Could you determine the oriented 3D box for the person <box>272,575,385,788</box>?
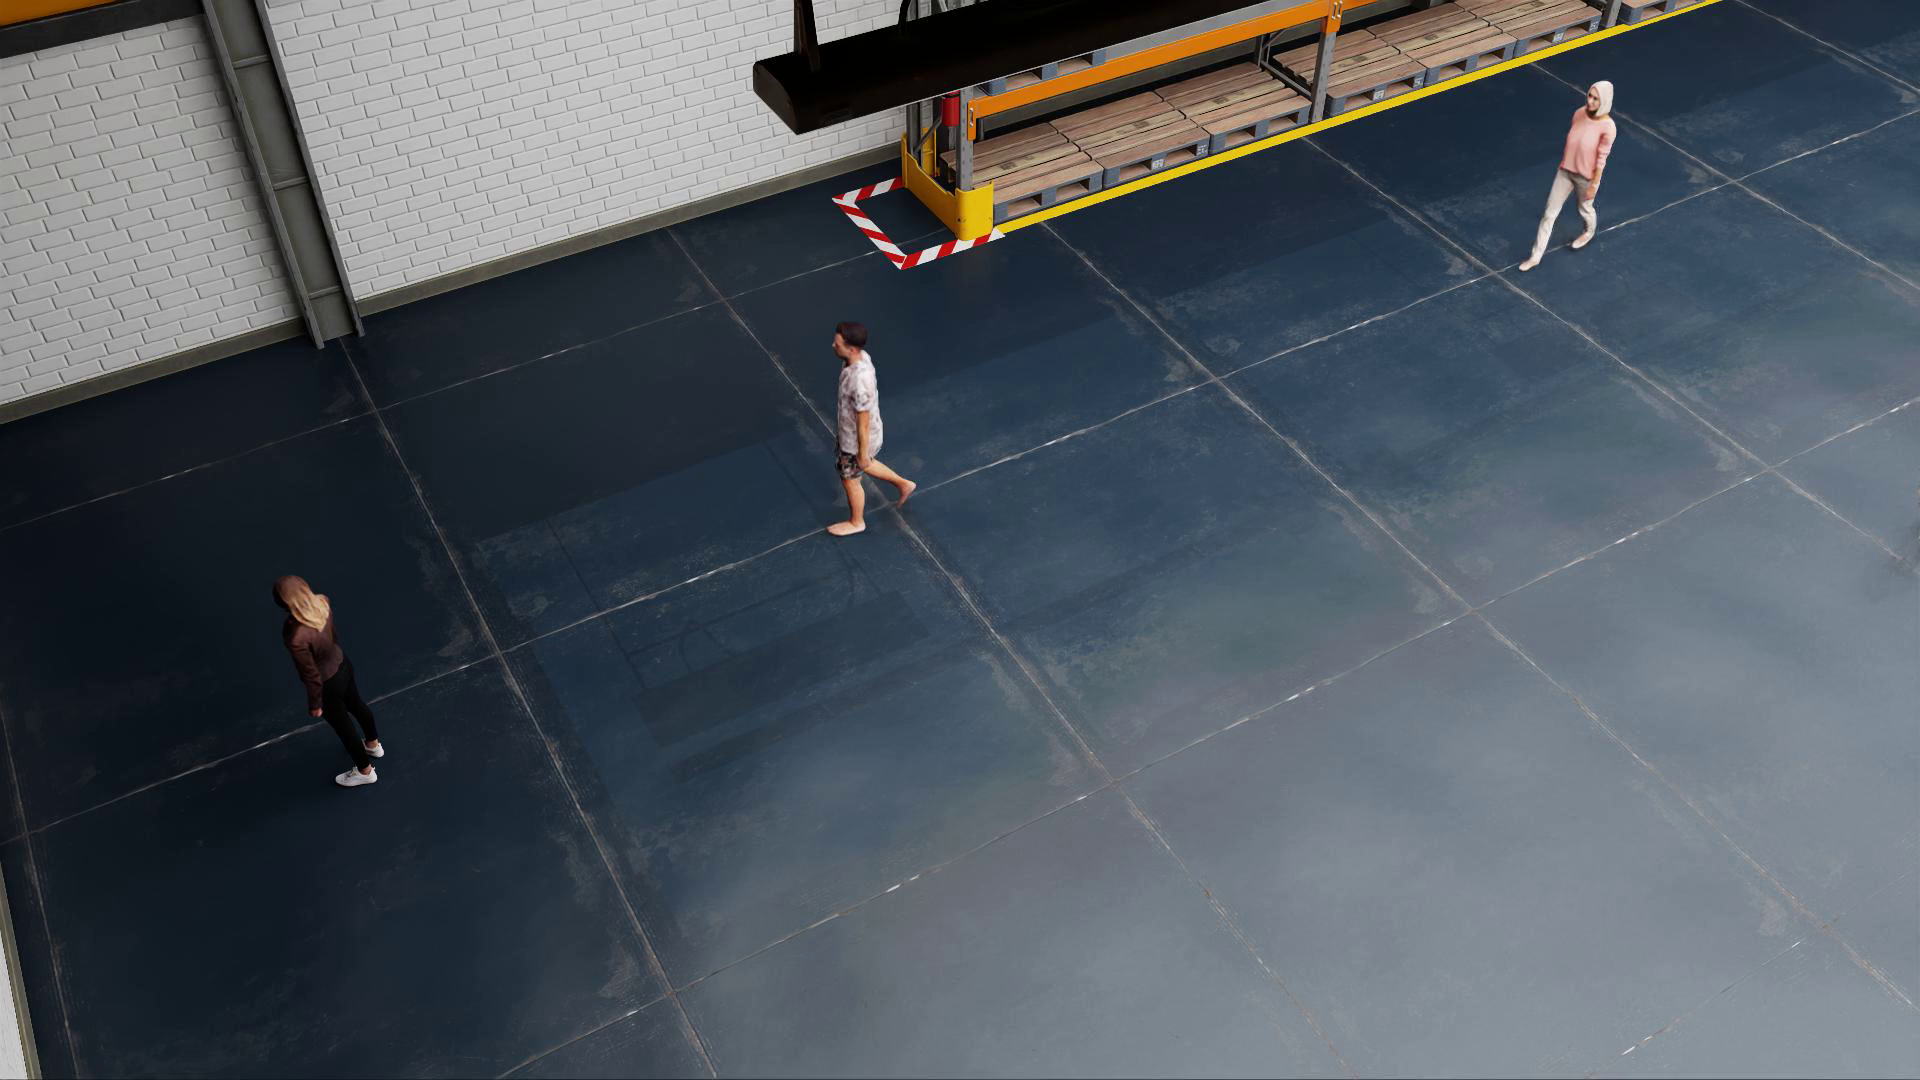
[{"bbox_3d":[-3.773,0.830,9.968,0.687,1.704,0.679,2,44,2],"label":"person"}]

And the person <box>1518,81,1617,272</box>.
[{"bbox_3d":[5.318,-3.112,14.121,1.169,1.682,0.688,-26,50,-25],"label":"person"}]

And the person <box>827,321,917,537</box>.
[{"bbox_3d":[-0.621,-0.762,11.570,1.018,1.799,0.879,-5,44,-5],"label":"person"}]
